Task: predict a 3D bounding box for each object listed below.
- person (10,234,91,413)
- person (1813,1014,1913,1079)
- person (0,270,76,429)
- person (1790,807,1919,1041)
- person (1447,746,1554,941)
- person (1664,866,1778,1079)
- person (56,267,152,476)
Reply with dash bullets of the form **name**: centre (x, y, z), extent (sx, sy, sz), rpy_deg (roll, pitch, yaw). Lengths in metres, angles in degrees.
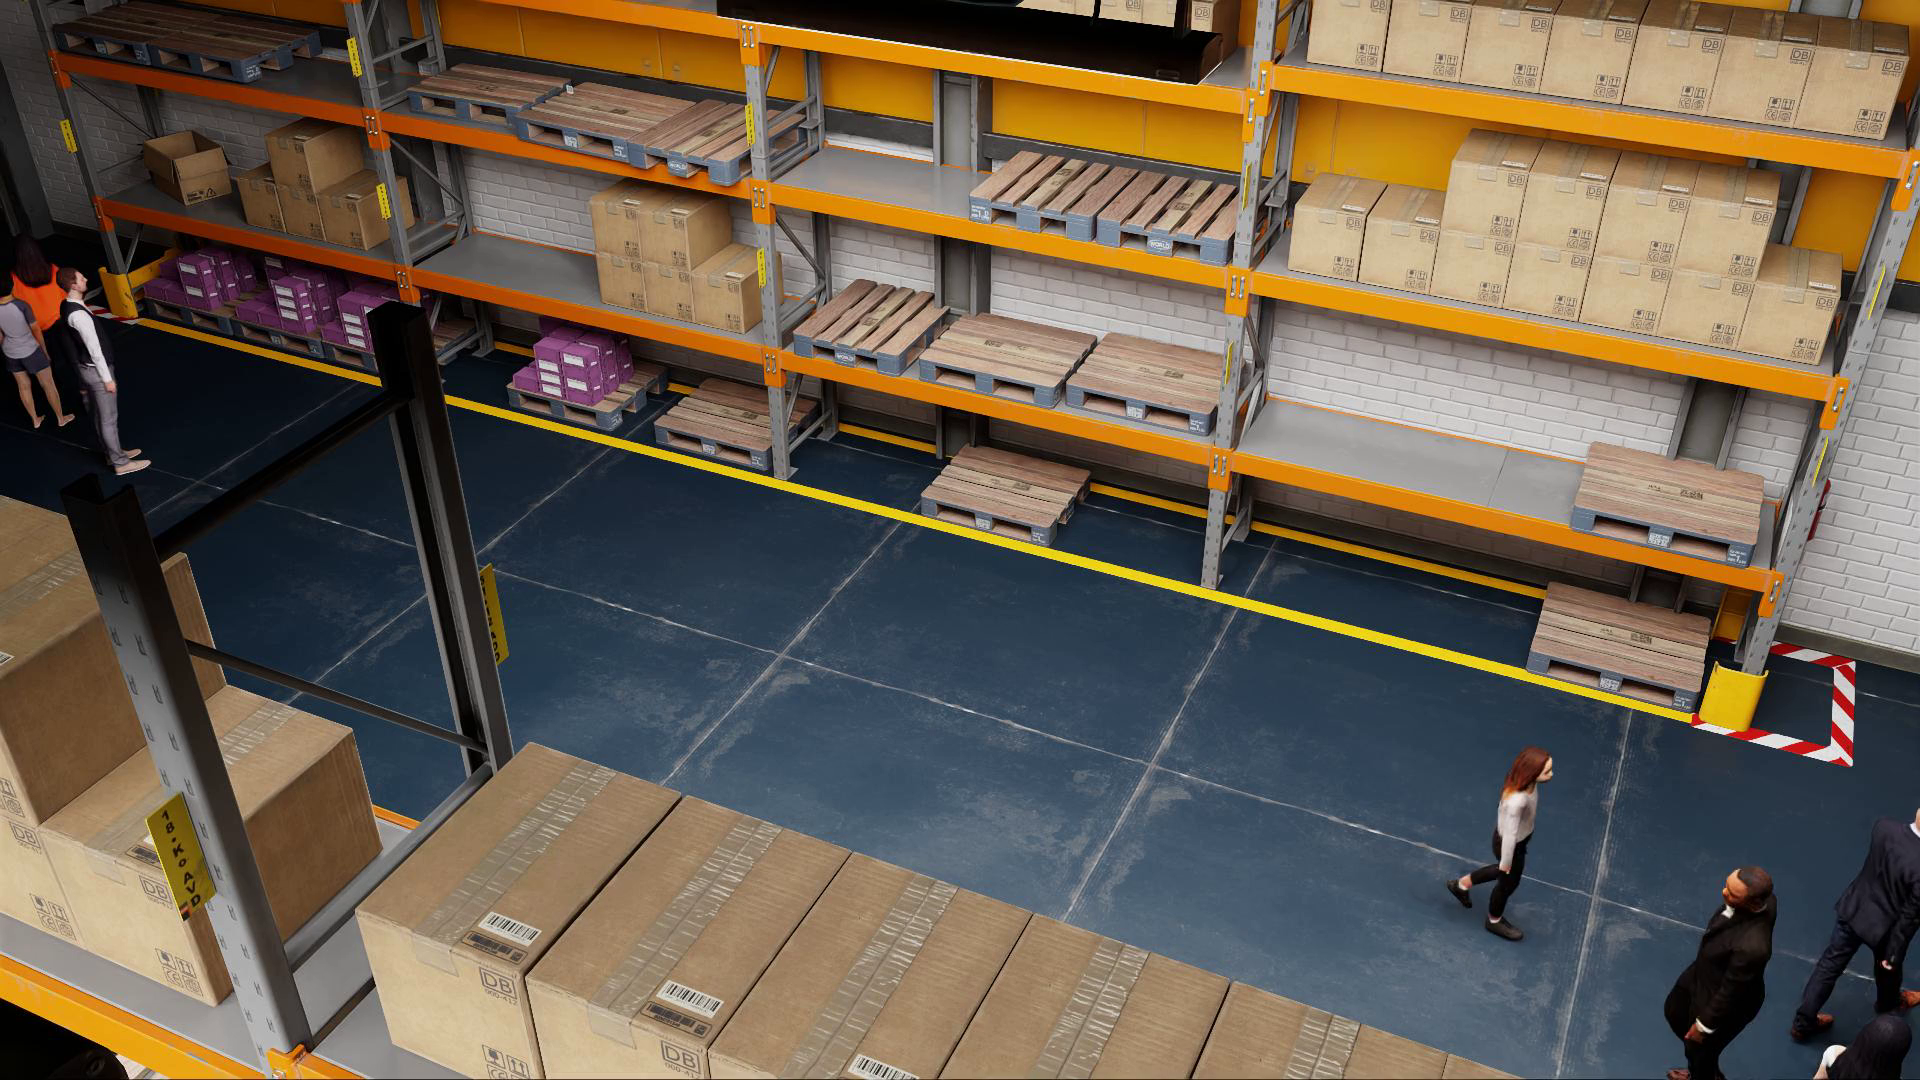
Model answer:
- **person**: centre (-8.458, -1.987, 15.536), extent (0.923, 1.701, 1.192), rpy_deg (-26, 42, -33)
- **person**: centre (4.252, 2.938, 8.062), extent (0.802, 1.773, 0.696), rpy_deg (-28, 43, -35)
- **person**: centre (-8.624, -1.762, 15.320), extent (0.599, 1.565, 0.706), rpy_deg (-1, 34, -1)
- **person**: centre (5.025, 2.146, 9.269), extent (1.171, 1.756, 1.094), rpy_deg (-10, 35, -15)
- **person**: centre (3.264, 1.793, 10.054), extent (0.712, 1.474, 0.545), rpy_deg (15, 36, 21)
- **person**: centre (4.098, 2.426, 8.734), extent (0.668, 1.882, 0.728), rpy_deg (15, 37, 22)
- **person**: centre (-7.585, -1.487, 14.575), extent (0.794, 1.932, 0.687), rpy_deg (-20, 39, -27)
